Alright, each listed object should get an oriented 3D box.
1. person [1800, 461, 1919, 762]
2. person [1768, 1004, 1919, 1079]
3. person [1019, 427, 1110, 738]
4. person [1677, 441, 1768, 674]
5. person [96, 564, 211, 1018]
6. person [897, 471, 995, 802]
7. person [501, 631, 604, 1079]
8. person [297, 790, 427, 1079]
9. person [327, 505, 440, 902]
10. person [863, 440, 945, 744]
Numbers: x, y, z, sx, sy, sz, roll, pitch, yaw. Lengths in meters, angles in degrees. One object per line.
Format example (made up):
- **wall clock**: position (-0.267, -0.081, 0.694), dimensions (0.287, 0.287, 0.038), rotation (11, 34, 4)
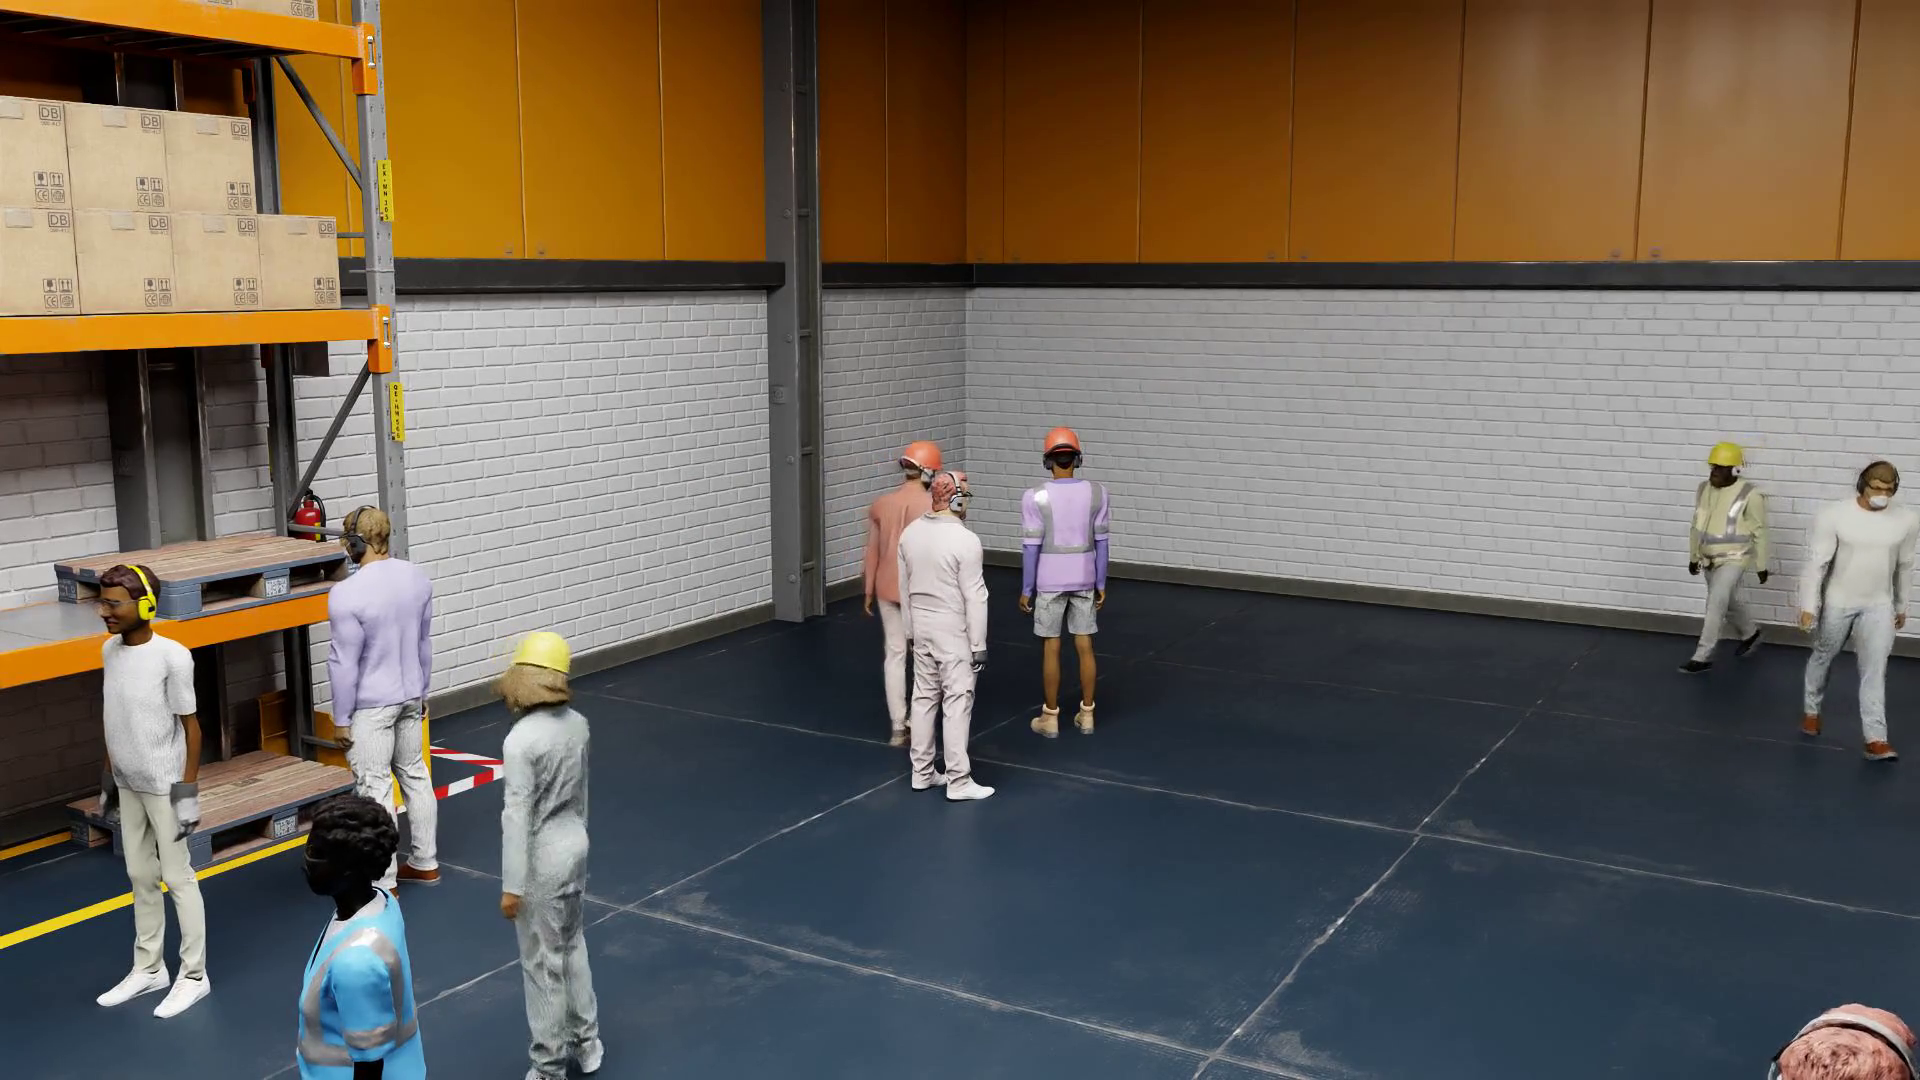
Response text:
- **person**: position (5.694, 0.416, 10.575), dimensions (0.687, 1.871, 1.063), rotation (1, 9, 9)
- **person**: position (1.358, 1.668, 2.678), dimensions (0.635, 1.899, 0.397), rotation (7, 12, 38)
- **person**: position (0.672, 0.279, 10.905), dimensions (0.605, 2.033, 0.392), rotation (-3, 9, -16)
- **person**: position (5.914, 0.111, 12.745), dimensions (0.946, 1.789, 0.596), rotation (-4, 10, -22)
- **person**: position (-3.327, 1.016, 6.808), dimensions (0.519, 1.874, 0.331), rotation (4, 10, 25)
- **person**: position (-0.062, 0.548, 9.618), dimensions (0.403, 1.906, 0.652), rotation (-9, 13, -43)
- **person**: position (-1.533, 1.206, 6.128), dimensions (0.306, 1.716, 0.570), rotation (2, 9, 13)
- **person**: position (-1.572, 1.489, 4.393), dimensions (0.318, 1.699, 0.535), rotation (-3, 10, -19)
- **person**: position (-2.784, 0.790, 8.035), dimensions (0.359, 1.932, 0.629), rotation (4, 10, 23)
- **person**: position (-0.318, 0.336, 10.765), dimensions (0.643, 1.960, 0.496), rotation (3, 10, 19)
